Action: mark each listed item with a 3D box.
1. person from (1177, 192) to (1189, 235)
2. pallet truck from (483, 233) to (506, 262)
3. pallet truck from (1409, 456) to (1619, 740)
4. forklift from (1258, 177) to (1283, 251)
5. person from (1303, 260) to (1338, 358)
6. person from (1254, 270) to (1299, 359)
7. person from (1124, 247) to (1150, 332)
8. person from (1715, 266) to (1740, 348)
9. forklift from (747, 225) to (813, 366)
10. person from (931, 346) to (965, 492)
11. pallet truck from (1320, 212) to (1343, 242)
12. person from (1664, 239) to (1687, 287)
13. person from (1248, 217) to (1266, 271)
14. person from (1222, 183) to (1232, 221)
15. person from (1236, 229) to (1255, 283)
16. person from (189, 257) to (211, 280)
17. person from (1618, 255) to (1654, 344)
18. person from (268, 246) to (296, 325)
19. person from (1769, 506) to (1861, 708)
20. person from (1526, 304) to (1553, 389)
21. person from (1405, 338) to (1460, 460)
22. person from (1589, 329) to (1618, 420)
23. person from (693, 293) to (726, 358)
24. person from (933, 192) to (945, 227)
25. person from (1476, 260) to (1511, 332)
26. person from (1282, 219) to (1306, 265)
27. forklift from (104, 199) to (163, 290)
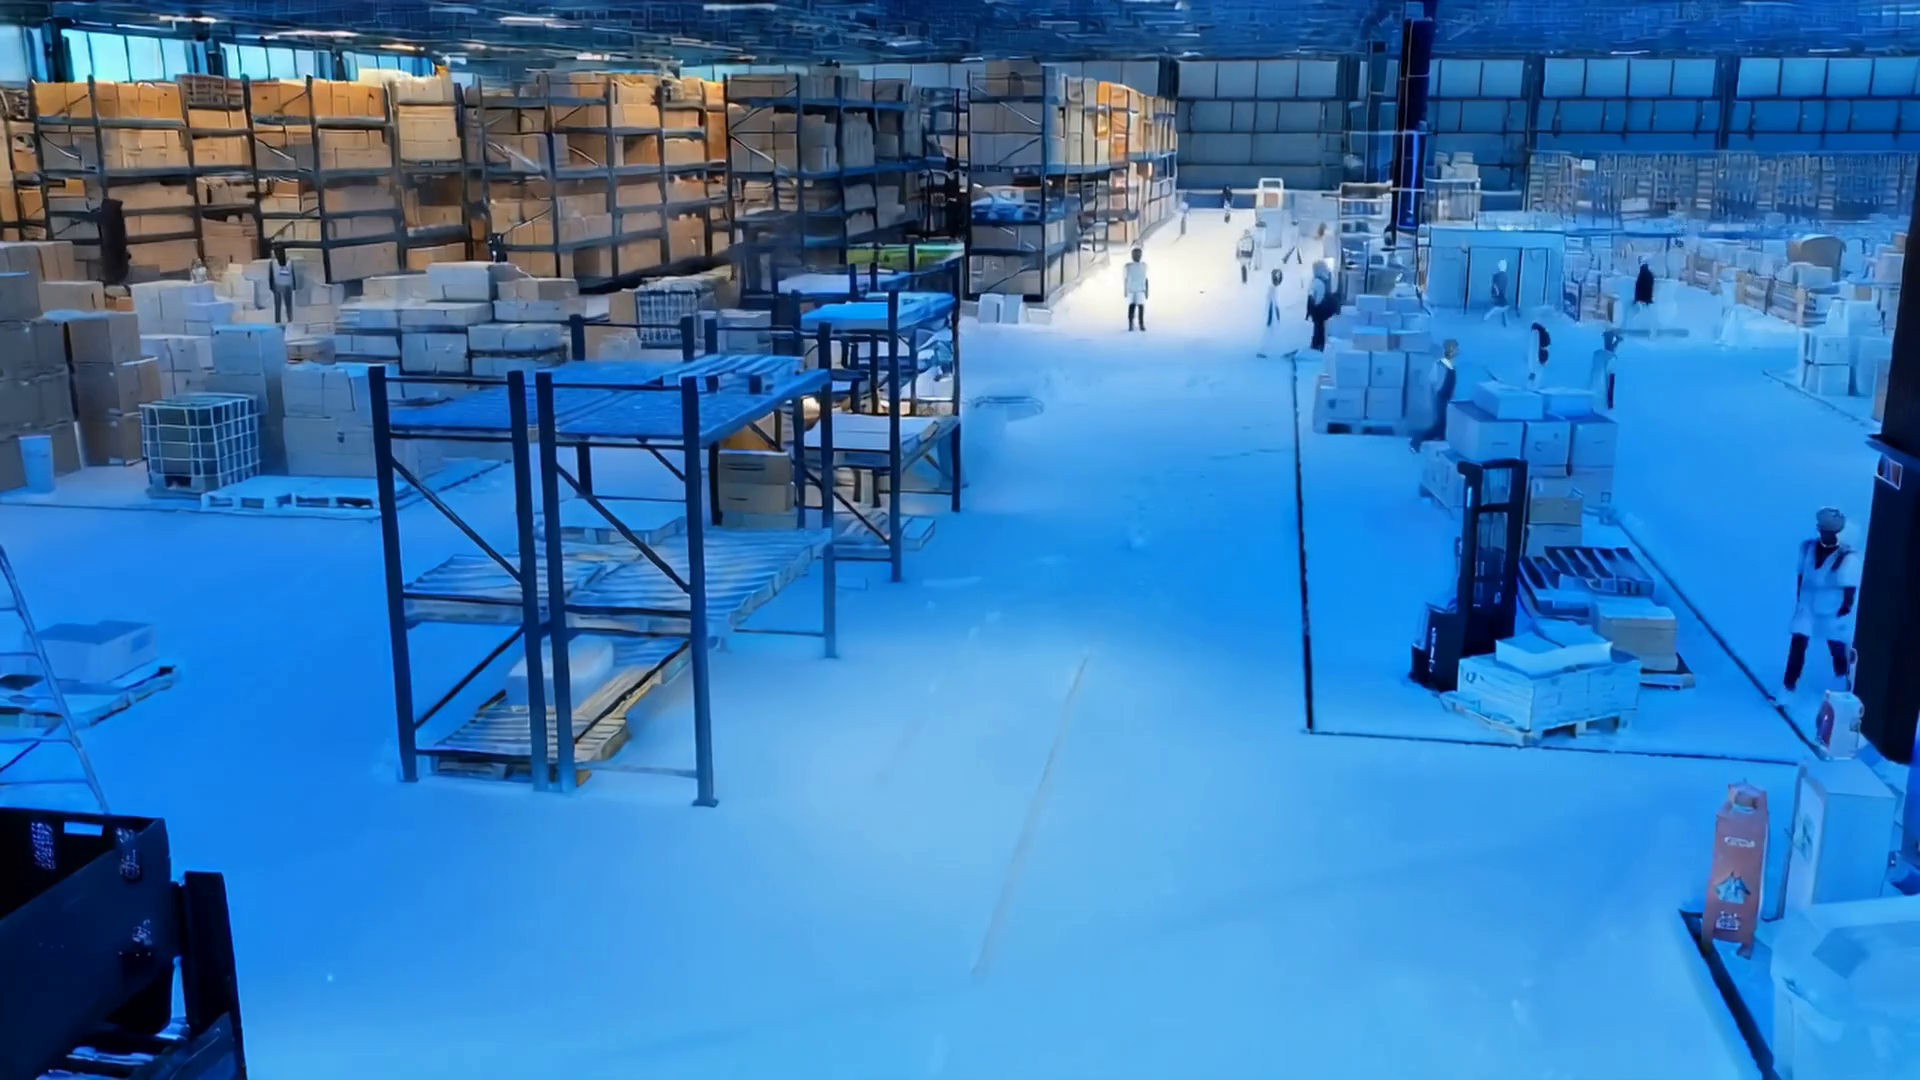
[{"bbox_3d":[9.988,-14.620,74.526,0.575,1.924,0.415,2,14,9],"label":"person"},{"bbox_3d":[-11.832,-7.026,43.548,1.885,1.965,0.823,8,16,28],"label":"pallet truck"},{"bbox_3d":[4.504,0.400,13.395,0.823,1.965,1.885,-6,15,-23],"label":"pallet truck"},{"bbox_3d":[12.083,-12.747,64.956,1.129,2.768,1.873,3,14,10],"label":"forklift"},{"bbox_3d":[7.414,-4.841,34.587,0.700,2.000,0.990,-10,17,-34],"label":"person"},{"bbox_3d":[6.530,-4.625,34.155,0.957,1.823,0.559,1,14,6],"label":"person"},{"bbox_3d":[4.127,-5.834,38.771,0.611,1.966,0.362,6,15,23],"label":"person"},{"bbox_3d":[16.610,-5.025,35.898,0.533,1.767,0.322,-10,17,-35],"label":"person"},{"bbox_3d":[-3.611,-4.711,32.331,1.129,2.768,1.873,3,14,10],"label":"forklift"},{"bbox_3d":[-0.169,-1.537,21.408,0.368,1.926,0.587,8,16,31],"label":"person"},{"bbox_3d":[15.874,-13.227,70.310,0.680,1.201,1.601,10,17,35],"label":"pallet truck"},{"bbox_3d":[19.619,-7.392,45.593,0.539,1.712,0.949,4,14,15],"label":"person"},{"bbox_3d":[9.929,-9.909,55.666,0.599,1.794,0.919,1,14,6],"label":"person"},{"bbox_3d":[13.883,-17.544,86.350,0.602,1.949,0.395,-7,15,-26],"label":"person"},{"bbox_3d":[8.787,-8.738,51.201,0.536,1.655,0.852,0,14,1],"label":"person"},{"bbox_3d":[-18.373,-6.036,40.261,0.514,1.642,0.314,-1,14,-6],"label":"person"},{"bbox_3d":[14.930,-5.303,36.646,1.006,1.941,0.660,13,19,43],"label":"person"},{"bbox_3d":[-16.334,-6.130,40.100,0.592,1.910,0.387,-12,18,-40],"label":"person"},{"bbox_3d":[7.030,0.538,13.552,0.857,1.652,0.540,-9,16,-32],"label":"person"},{"bbox_3d":[9.283,-2.846,26.774,0.567,1.904,0.594,9,17,33],"label":"person"},{"bbox_3d":[6.676,-1.943,23.306,0.844,1.820,0.516,11,18,38],"label":"person"},{"bbox_3d":[9.207,-2.097,23.870,0.457,1.843,0.521,-7,15,-26],"label":"person"},{"bbox_3d":[-4.358,-3.337,28.859,0.582,1.866,0.742,2,14,8],"label":"person"},{"bbox_3d":[-1.016,-16.267,81.302,0.561,1.884,0.980,1,14,3],"label":"person"},{"bbox_3d":[12.534,-5.710,38.871,0.532,1.674,0.776,-12,18,-40],"label":"person"},{"bbox_3d":[11.661,-10.396,58.048,0.818,1.600,0.513,4,14,14],"label":"person"},{"bbox_3d":[-22.367,-7.651,44.268,1.873,2.768,1.129,-9,17,-33],"label":"forklift"}]
